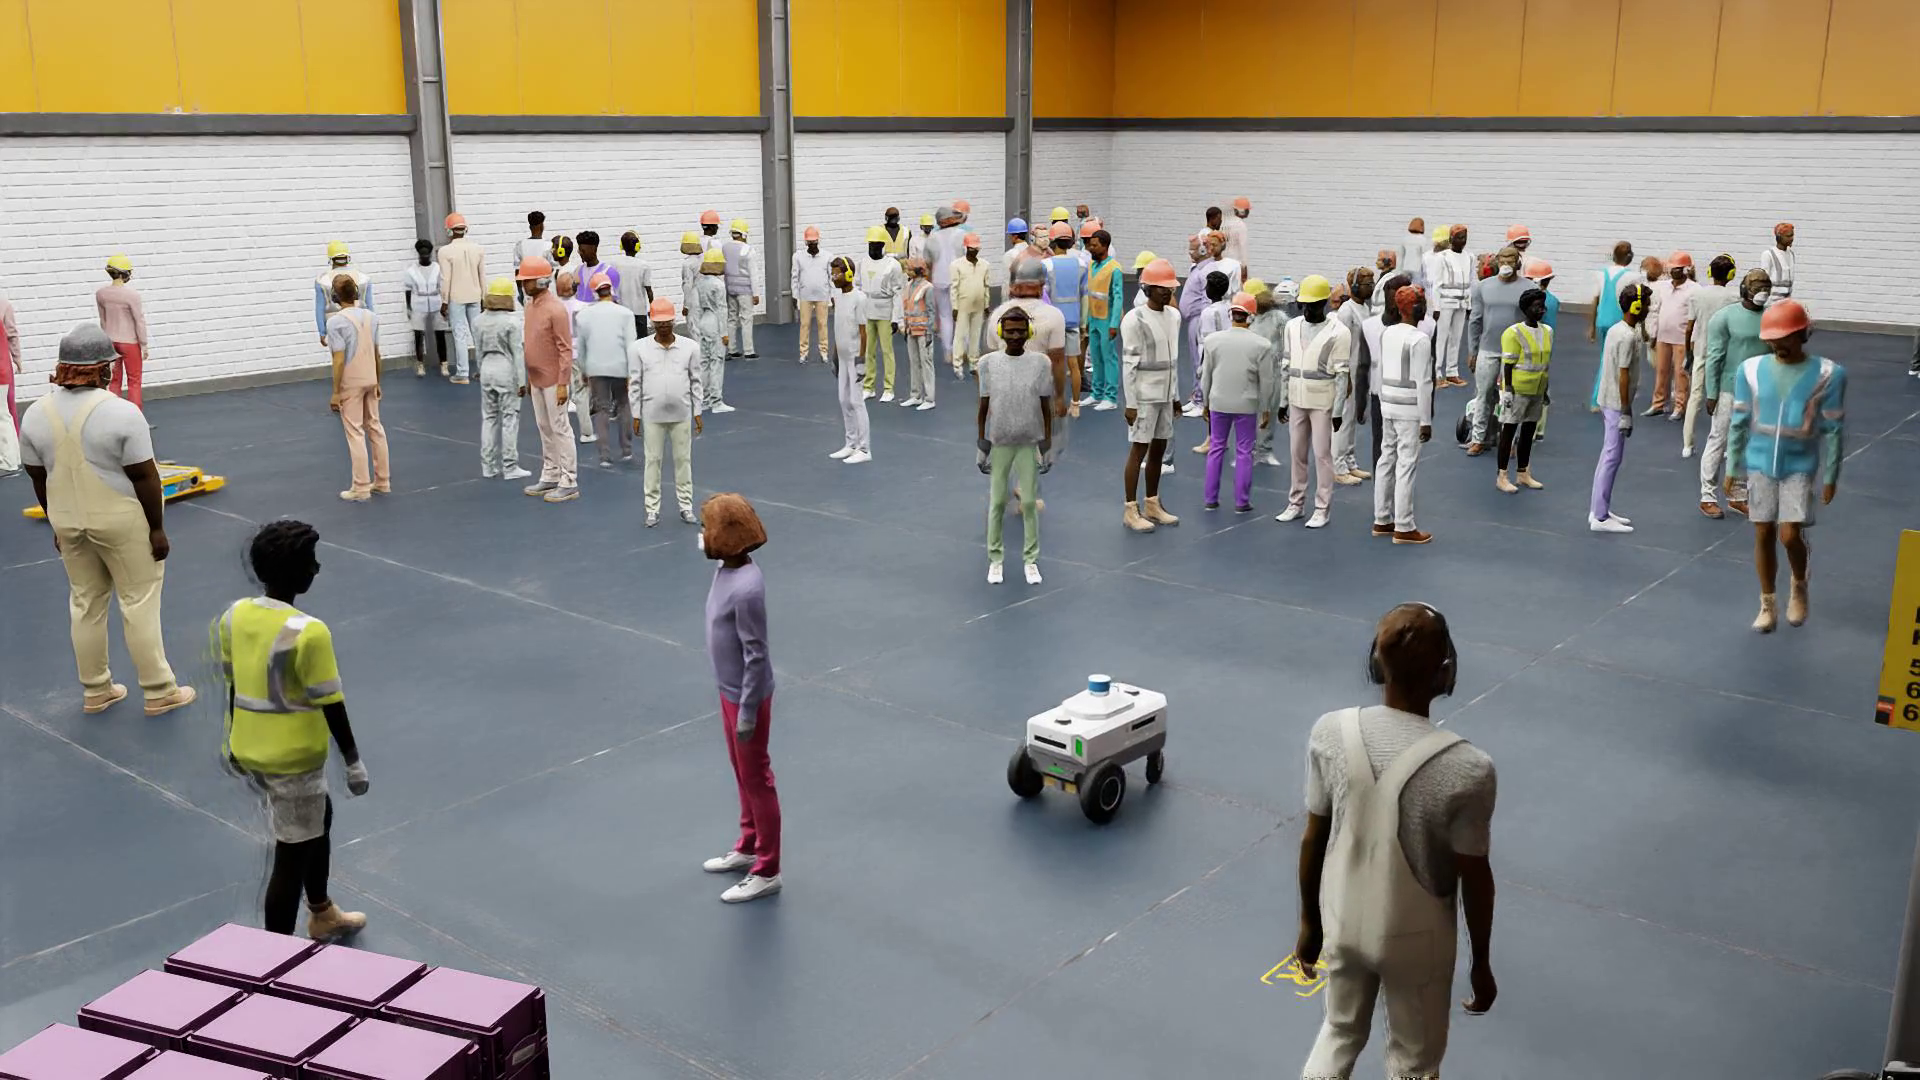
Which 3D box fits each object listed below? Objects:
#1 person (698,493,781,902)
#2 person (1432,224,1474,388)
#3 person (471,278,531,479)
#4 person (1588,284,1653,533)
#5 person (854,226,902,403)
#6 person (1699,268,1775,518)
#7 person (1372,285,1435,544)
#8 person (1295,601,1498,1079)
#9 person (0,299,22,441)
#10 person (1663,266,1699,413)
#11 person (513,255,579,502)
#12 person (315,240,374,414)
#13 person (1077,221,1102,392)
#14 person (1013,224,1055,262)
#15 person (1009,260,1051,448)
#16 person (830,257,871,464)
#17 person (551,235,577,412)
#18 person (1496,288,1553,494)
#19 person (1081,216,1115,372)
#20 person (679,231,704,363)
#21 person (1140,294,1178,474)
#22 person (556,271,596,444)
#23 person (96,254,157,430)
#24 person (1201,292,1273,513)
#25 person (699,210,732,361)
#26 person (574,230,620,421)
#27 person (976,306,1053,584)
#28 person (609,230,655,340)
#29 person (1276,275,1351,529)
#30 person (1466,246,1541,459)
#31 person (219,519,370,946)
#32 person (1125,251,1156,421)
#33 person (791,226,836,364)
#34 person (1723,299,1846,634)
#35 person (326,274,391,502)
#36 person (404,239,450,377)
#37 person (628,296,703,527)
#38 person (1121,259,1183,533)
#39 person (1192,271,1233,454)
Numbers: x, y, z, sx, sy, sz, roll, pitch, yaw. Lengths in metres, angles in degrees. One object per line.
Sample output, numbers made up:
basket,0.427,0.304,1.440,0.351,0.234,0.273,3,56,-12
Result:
person,-0.870,0.614,6.547,0.281,1.633,0.501,-4,15,-17
person,5.739,-2.721,19.367,0.584,1.882,0.347,-7,16,-27
person,-3.957,-1.388,14.358,0.496,1.730,0.358,5,15,18
person,4.958,-0.987,12.496,0.325,1.859,0.519,3,14,13
person,-0.915,-2.486,18.333,0.587,1.930,0.356,7,16,27
person,6.073,-1.134,12.911,0.627,1.940,0.372,-2,14,-9
person,3.254,-0.915,12.148,0.355,1.885,0.575,-5,15,-20
person,1.146,1.052,4.388,0.514,1.837,0.557,13,19,41
person,-8.960,-1.656,15.365,0.525,1.760,0.340,-13,19,-41
person,7.647,-2.129,17.596,0.525,1.596,0.612,8,16,30
person,-3.363,-1.308,13.497,0.396,1.990,0.621,-12,18,-39
person,-6.488,-2.240,17.577,0.592,1.826,0.404,-9,16,-31
person,1.473,-2.670,19.049,0.374,1.939,0.545,1,14,4
person,0.908,-2.637,18.983,0.642,1.908,0.409,-12,19,-40
person,0.576,-1.588,14.943,0.430,1.836,0.626,7,16,27
person,-1.010,-1.627,15.064,0.344,1.856,0.526,-10,17,-34
person,-4.183,-2.296,17.694,0.317,1.870,0.531,-1,14,-4
person,4.704,-1.241,13.830,0.535,1.697,0.318,-8,16,-29
person,1.641,-3.038,20.584,0.408,1.906,0.654,-6,15,-23
person,-3.269,-2.899,20.361,0.294,1.744,0.487,4,15,15
person,1.751,-1.394,14.568,0.275,1.632,0.507,-3,14,-11
person,-3.710,-1.739,15.930,0.514,1.645,0.308,6,15,22
person,-8.320,-1.961,16.590,0.518,1.756,0.347,3,14,13
person,2.179,-1.076,13.090,0.574,1.737,0.354,6,15,22
person,-3.209,-3.277,21.477,0.552,1.935,0.369,12,18,40
person,-3.760,-2.217,17.205,0.605,1.959,0.374,9,17,32
person,0.362,-0.623,11.036,0.509,1.863,0.326,0,14,1
person,-3.631,-2.494,18.478,0.537,1.874,0.312,2,14,6
person,2.665,-1.050,12.624,0.393,1.918,0.585,-12,19,-41
person,4.964,-1.716,15.239,0.629,1.940,0.372,6,15,22
person,-2.328,0.742,5.936,0.574,1.671,0.611,10,17,35
person,1.874,-2.030,16.850,0.322,1.766,0.525,-3,14,-10
person,-1.869,-3.127,21.251,0.573,1.749,0.339,-1,14,-6
person,4.887,-0.424,9.934,0.633,2.009,0.461,12,18,39
person,-4.897,-1.231,13.496,0.325,1.841,0.516,7,15,24
person,-6.398,-2.789,20.058,0.558,1.676,0.381,-5,15,-20
person,-2.229,-0.975,12.650,0.569,1.751,0.329,-4,15,-16
person,1.472,-1.083,12.497,0.379,2.041,0.616,14,19,43
person,2.365,-1.639,15.420,0.320,1.697,0.531,10,17,35
